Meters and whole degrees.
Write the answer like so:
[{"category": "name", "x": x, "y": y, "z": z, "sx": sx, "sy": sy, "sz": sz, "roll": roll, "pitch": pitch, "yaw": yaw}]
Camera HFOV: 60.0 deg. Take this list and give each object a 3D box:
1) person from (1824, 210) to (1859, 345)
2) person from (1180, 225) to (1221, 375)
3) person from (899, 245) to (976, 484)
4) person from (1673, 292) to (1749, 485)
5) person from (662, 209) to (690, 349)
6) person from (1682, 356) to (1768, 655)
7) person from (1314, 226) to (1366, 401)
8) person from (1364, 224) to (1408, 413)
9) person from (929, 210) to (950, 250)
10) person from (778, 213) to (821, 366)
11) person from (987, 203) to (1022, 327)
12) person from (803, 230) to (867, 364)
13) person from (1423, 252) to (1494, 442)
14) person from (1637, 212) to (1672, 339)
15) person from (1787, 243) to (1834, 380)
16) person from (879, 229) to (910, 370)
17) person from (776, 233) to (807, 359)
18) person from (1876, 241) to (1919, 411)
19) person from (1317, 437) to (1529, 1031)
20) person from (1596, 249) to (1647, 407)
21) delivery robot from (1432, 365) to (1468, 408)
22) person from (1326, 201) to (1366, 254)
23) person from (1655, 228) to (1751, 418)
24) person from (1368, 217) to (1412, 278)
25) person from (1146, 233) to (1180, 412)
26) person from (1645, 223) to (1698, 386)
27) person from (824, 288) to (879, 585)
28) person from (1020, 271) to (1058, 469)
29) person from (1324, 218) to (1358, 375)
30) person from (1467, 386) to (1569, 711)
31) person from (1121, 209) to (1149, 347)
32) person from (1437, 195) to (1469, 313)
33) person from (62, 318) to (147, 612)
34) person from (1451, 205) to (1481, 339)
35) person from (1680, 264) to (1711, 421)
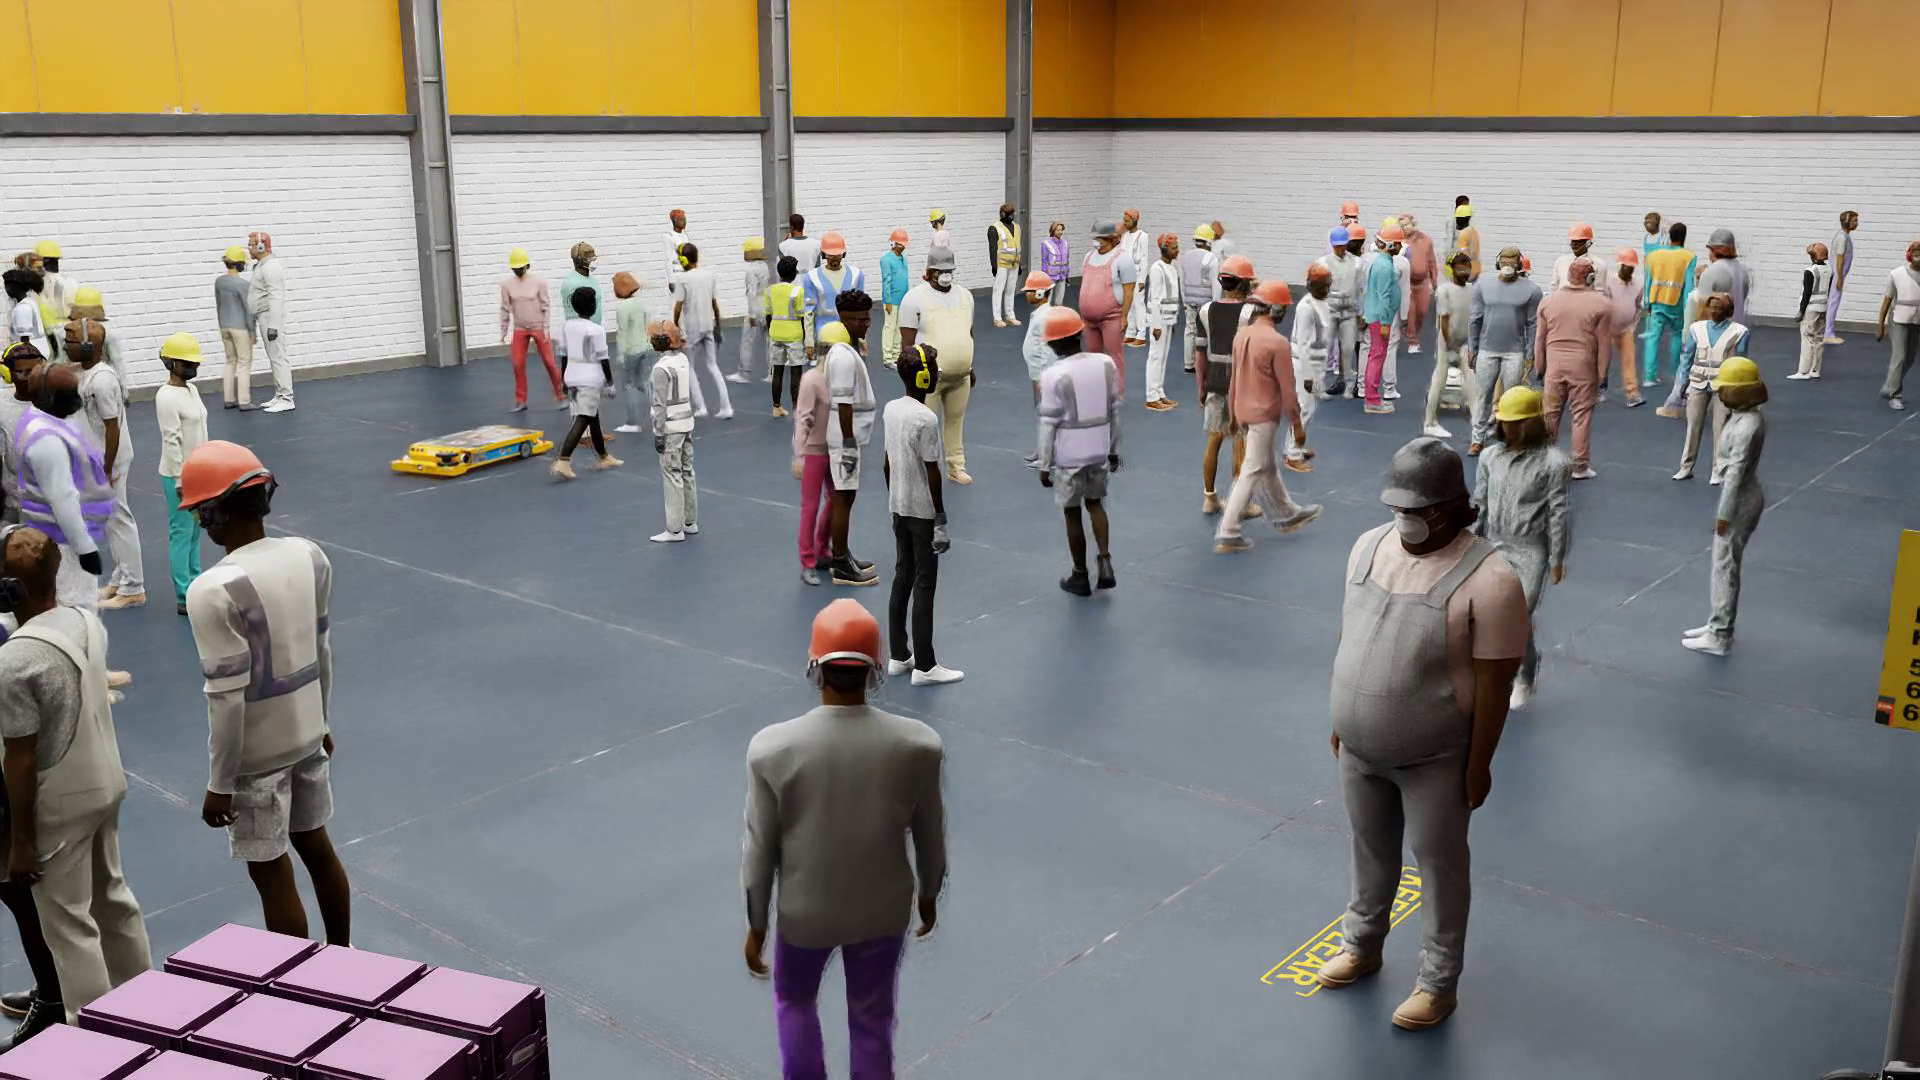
[{"category": "person", "x": 12.266, "y": -3.661, "z": 23.202, "sx": 0.347, "sy": 1.846, "sz": 0.505, "roll": 7, "pitch": 15, "yaw": 24}, {"category": "person", "x": 2.933, "y": -2.889, "z": 20.149, "sx": 0.403, "sy": 1.830, "sz": 0.590, "roll": -12, "pitch": 19, "yaw": -40}, {"category": "person", "x": -0.137, "y": -1.456, "z": 13.993, "sx": 0.688, "sy": 2.000, "sz": 0.539, "roll": -8, "pitch": 16, "yaw": -28}, {"category": "person", "x": 6.394, "y": -1.289, "z": 14.143, "sx": 0.523, "sy": 1.636, "sz": 0.311, "roll": 12, "pitch": 19, "yaw": 40}, {"category": "person", "x": -3.838, "y": -3.577, "z": 22.786, "sx": 0.355, "sy": 1.885, "sz": 0.575, "roll": 5, "pitch": 15, "yaw": 19}, {"category": "person", "x": 4.437, "y": -0.198, "z": 9.595, "sx": 0.353, "sy": 1.733, "sz": 0.504, "roll": 6, "pitch": 15, "yaw": 22}, {"category": "person", "x": 4.175, "y": -2.500, "z": 18.410, "sx": 0.632, "sy": 1.926, "sz": 0.414, "roll": -1, "pitch": 14, "yaw": -4}, {"category": "person", "x": 4.499, "y": -2.342, "z": 17.655, "sx": 0.402, "sy": 1.986, "sz": 0.611, "roll": 2, "pitch": 14, "yaw": 8}, {"category": "person", "x": -0.317, "y": -4.094, "z": 25.111, "sx": 0.328, "sy": 1.760, "sz": 0.524, "roll": 5, "pitch": 15, "yaw": 18}, {"category": "person", "x": -2.017, "y": -3.150, "z": 21.006, "sx": 0.593, "sy": 1.920, "sz": 0.391, "roll": -9, "pitch": 17, "yaw": -32}, {"category": "person", "x": 0.706, "y": -4.163, "z": 25.211, "sx": 0.627, "sy": 1.846, "sz": 0.429, "roll": -13, "pitch": 19, "yaw": -42}, {"category": "person", "x": -1.194, "y": -1.961, "z": 16.052, "sx": 0.609, "sy": 2.029, "sz": 0.408, "roll": -5, "pitch": 15, "yaw": -18}, {"category": "person", "x": 4.815, "y": -1.831, "z": 15.933, "sx": 0.540, "sy": 1.817, "sz": 0.956, "roll": -8, "pitch": 16, "yaw": -28}, {"category": "person", "x": 9.945, "y": -3.754, "z": 23.641, "sx": 0.610, "sy": 1.814, "sz": 0.537, "roll": -6, "pitch": 15, "yaw": -21}, {"category": "person", "x": 10.206, "y": -2.730, "z": 19.899, "sx": 0.514, "sy": 1.639, "sz": 0.310, "roll": -9, "pitch": 16, "yaw": -31}, {"category": "person", "x": -0.781, "y": -3.012, "z": 20.812, "sx": 0.345, "sy": 1.741, "sz": 0.562, "roll": 7, "pitch": 15, "yaw": 25}, {"category": "person", "x": -2.210, "y": -3.194, "z": 21.778, "sx": 0.322, "sy": 1.632, "sz": 0.521, "roll": 11, "pitch": 18, "yaw": 36}, {"category": "person", "x": 10.180, "y": -2.327, "z": 17.967, "sx": 0.591, "sy": 1.809, "sz": 0.676, "roll": -1, "pitch": 14, "yaw": -4}, {"category": "person", "x": 1.509, "y": 0.635, "z": 5.636, "sx": 0.535, "sy": 2.000, "sz": 0.680, "roll": -10, "pitch": 17, "yaw": -35}, {"category": "person", "x": 7.171, "y": -2.303, "z": 18.059, "sx": 0.552, "sy": 1.695, "sz": 0.881, "roll": -1, "pitch": 14, "yaw": -5}, {"category": "delivery robot", "x": 5.192, "y": -1.655, "z": 17.608, "sx": 0.477, "sy": 0.478, "sz": 0.707, "roll": 3, "pitch": 14, "yaw": 13}, {"category": "person", "x": 5.259, "y": -3.606, "z": 22.677, "sx": 0.621, "sy": 1.992, "sz": 0.397, "roll": -5, "pitch": 15, "yaw": -20}, {"category": "person", "x": 7.776, "y": -2.231, "z": 17.087, "sx": 0.688, "sy": 2.000, "sz": 0.934, "roll": -8, "pitch": 16, "yaw": -29}, {"category": "person", "x": 5.584, "y": -3.306, "z": 21.805, "sx": 0.600, "sy": 1.832, "sz": 0.404, "roll": 8, "pitch": 16, "yaw": 29}, {"category": "person", "x": 2.176, "y": -2.331, "z": 17.812, "sx": 0.357, "sy": 1.881, "sz": 0.574, "roll": 6, "pitch": 15, "yaw": 22}, {"category": "person", "x": 8.402, "y": -2.777, "z": 19.591, "sx": 0.938, "sy": 1.876, "sz": 0.623, "roll": -12, "pitch": 18, "yaw": -40}, {"category": "person", "x": -0.742, "y": -0.690, "z": 11.087, "sx": 0.372, "sy": 1.963, "sz": 0.608, "roll": -1, "pitch": 14, "yaw": -4}, {"category": "person", "x": 0.701, "y": -1.512, "z": 14.797, "sx": 0.343, "sy": 1.749, "sz": 0.573, "roll": 0, "pitch": 14, "yaw": -1}, {"category": "person", "x": 4.695, "y": -2.966, "z": 20.326, "sx": 0.397, "sy": 1.900, "sz": 0.649, "roll": -4, "pitch": 15, "yaw": -16}, {"category": "person", "x": 2.848, "y": 0.064, "z": 8.555, "sx": 0.404, "sy": 1.726, "sz": 0.512, "roll": -12, "pitch": 18, "yaw": -39}, {"category": "person", "x": 2.387, "y": -3.608, "z": 22.928, "sx": 0.349, "sy": 1.879, "sz": 0.582, "roll": -8, "pitch": 16, "yaw": -29}, {"category": "person", "x": 7.989, "y": -4.609, "z": 26.890, "sx": 0.413, "sy": 1.904, "sz": 0.599, "roll": 10, "pitch": 17, "yaw": 36}, {"category": "person", "x": -5.385, "y": -0.473, "z": 10.459, "sx": 0.343, "sy": 1.847, "sz": 0.507, "roll": -9, "pitch": 17, "yaw": -31}, {"category": "person", "x": 7.197, "y": -3.799, "z": 23.672, "sx": 0.547, "sy": 1.893, "sz": 0.608, "roll": 8, "pitch": 16, "yaw": 31}, {"category": "person", "x": 7.643, "y": -2.006, "z": 17.045, "sx": 0.515, "sy": 1.622, "sz": 0.499, "roll": -2, "pitch": 14, "yaw": -6}]
